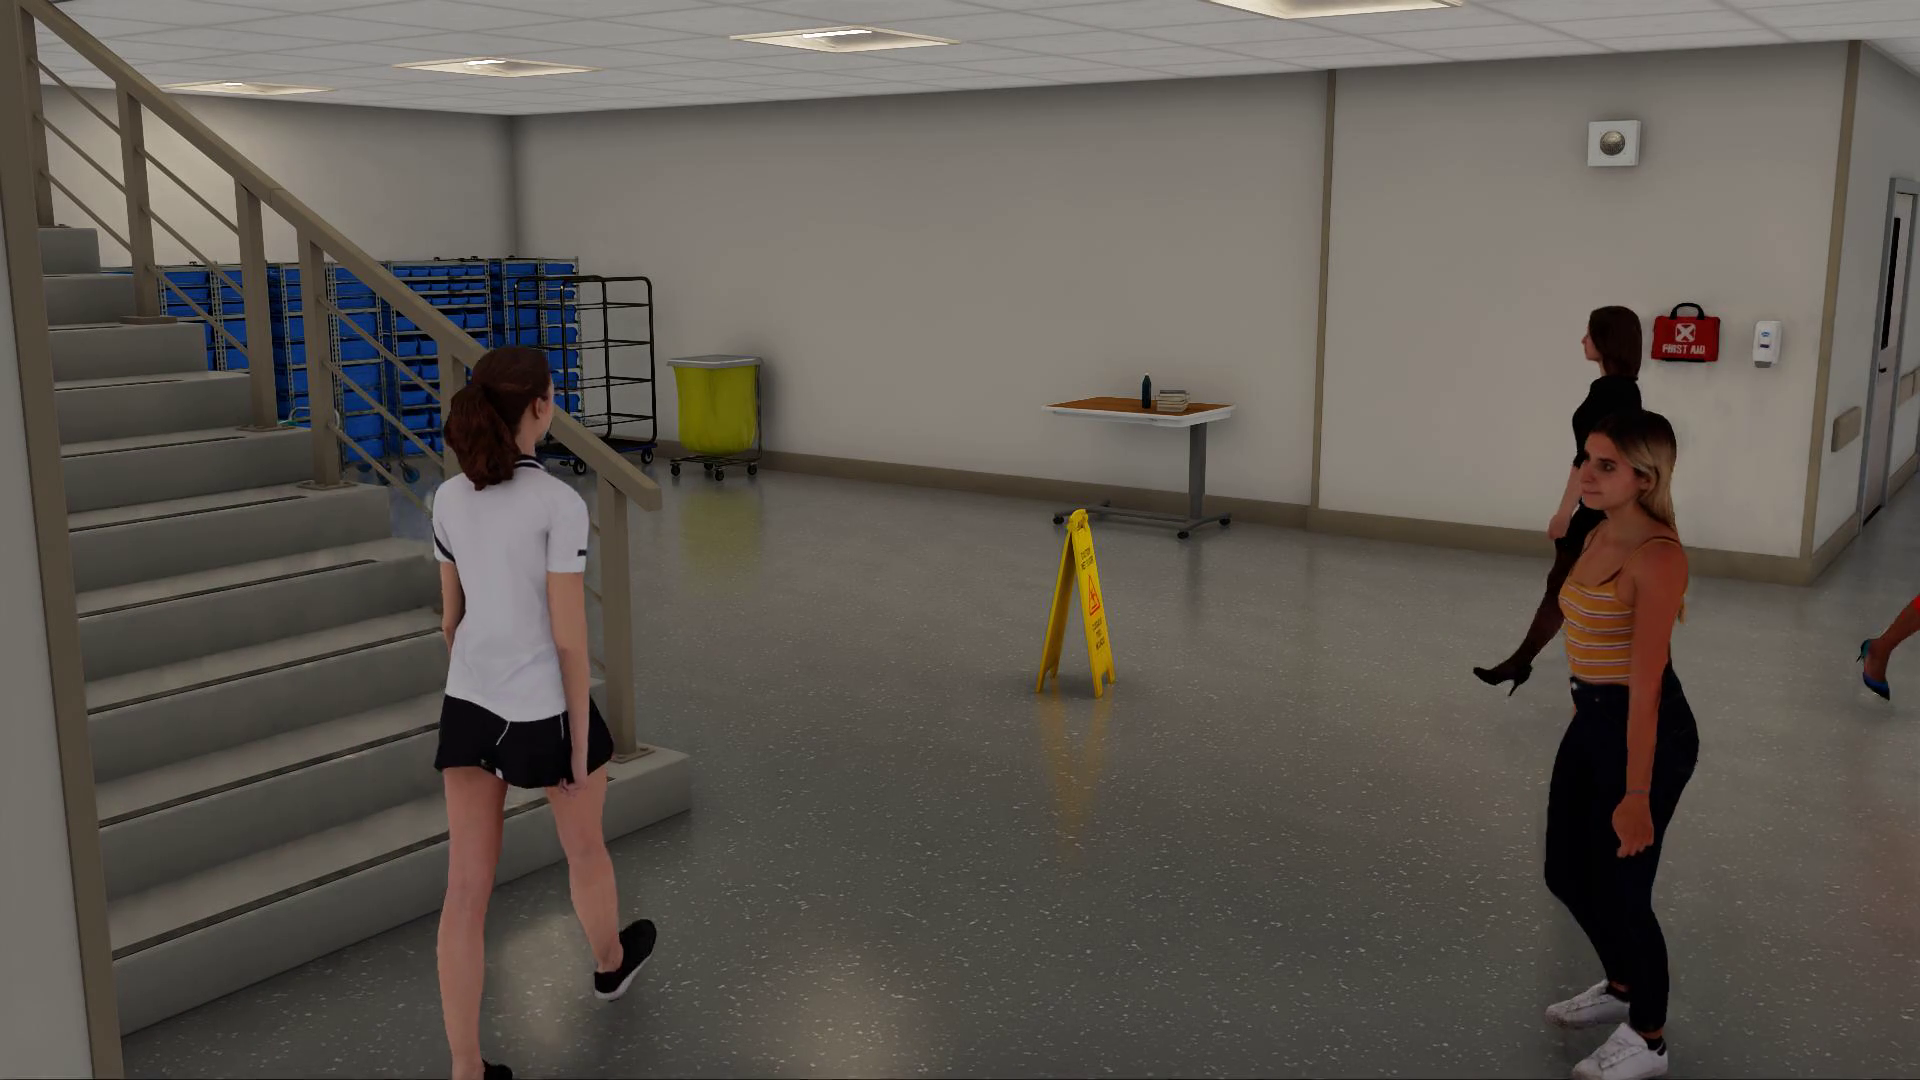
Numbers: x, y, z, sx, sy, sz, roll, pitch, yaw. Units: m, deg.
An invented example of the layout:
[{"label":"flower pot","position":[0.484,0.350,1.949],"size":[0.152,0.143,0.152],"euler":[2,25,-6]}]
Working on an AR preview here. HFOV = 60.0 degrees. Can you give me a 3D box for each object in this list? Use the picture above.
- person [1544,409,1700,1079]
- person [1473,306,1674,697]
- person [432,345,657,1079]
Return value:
[{"label":"person","position":[1.561,0.509,3.835],"size":[0.796,1.597,0.752],"euler":[1,11,7]},{"label":"person","position":[2.673,-0.054,6.622],"size":[1.066,1.665,0.662],"euler":[6,12,29]},{"label":"person","position":[-1.050,0.469,3.763],"size":[1.137,1.702,0.960],"euler":[2,11,11]}]
